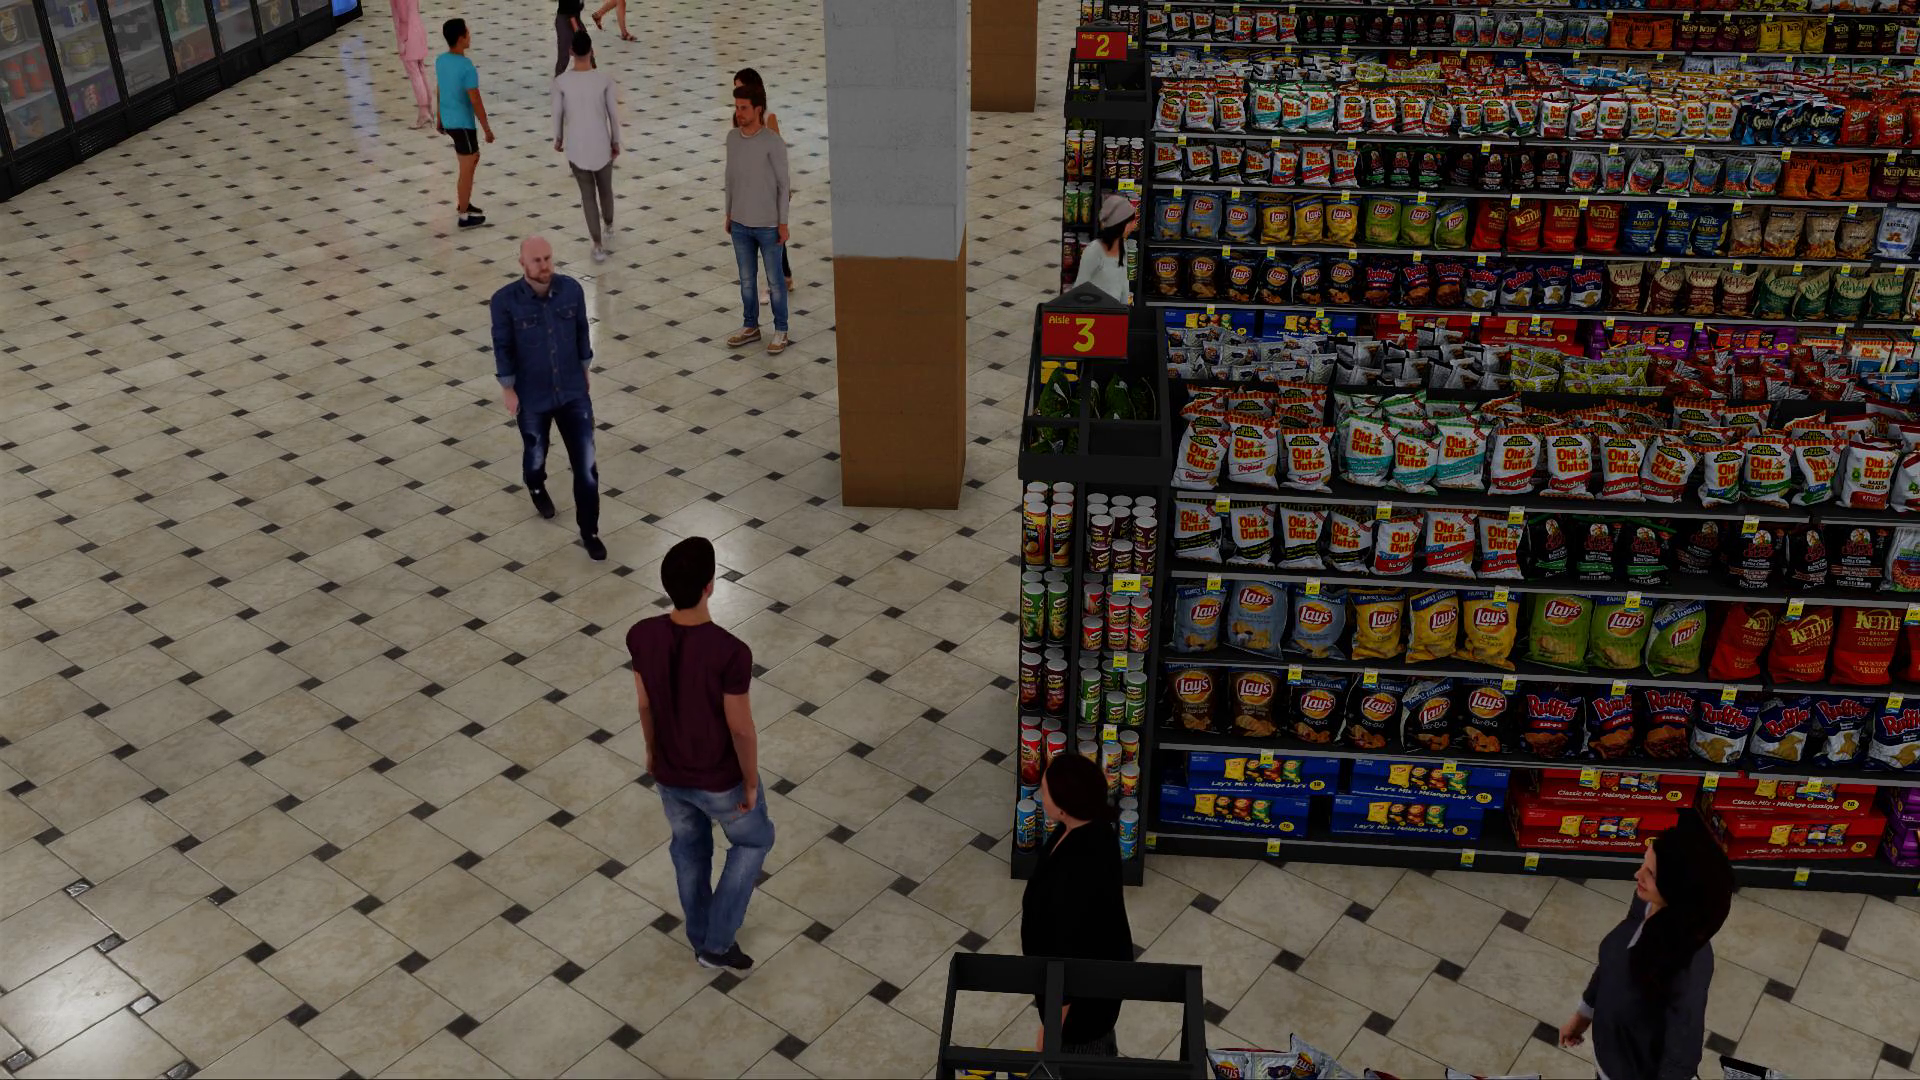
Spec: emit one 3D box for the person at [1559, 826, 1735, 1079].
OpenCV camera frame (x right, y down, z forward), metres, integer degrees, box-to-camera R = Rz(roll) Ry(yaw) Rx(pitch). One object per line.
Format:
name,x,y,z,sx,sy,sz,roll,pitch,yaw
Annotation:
person,2.067,1.568,4.902,0.709,1.754,0.645,6,29,10

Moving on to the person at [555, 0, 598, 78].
person,-4.326,-5.543,18.034,0.838,1.651,0.590,3,29,6

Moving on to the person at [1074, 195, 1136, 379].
person,0.795,-1.357,10.402,0.735,1.618,0.794,-26,38,-38

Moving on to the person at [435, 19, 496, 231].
person,-4.346,-3.520,14.220,0.775,1.756,0.864,24,36,36

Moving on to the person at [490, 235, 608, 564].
person,-2.300,-0.814,9.230,1.242,1.788,1.188,-14,32,-24

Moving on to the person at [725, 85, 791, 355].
person,-1.432,-2.269,11.775,0.640,1.903,0.807,13,31,22

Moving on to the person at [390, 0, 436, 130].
person,-5.682,-5.194,17.237,0.503,1.803,0.603,2,29,4

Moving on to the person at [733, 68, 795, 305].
person,-1.425,-2.734,12.773,0.781,1.763,0.843,22,36,35

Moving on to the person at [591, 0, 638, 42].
person,-4.425,-7.130,21.017,0.941,1.578,0.701,10,30,17

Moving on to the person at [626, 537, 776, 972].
person,-0.987,0.870,6.089,0.704,1.842,0.783,9,30,15

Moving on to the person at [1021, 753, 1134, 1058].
person,0.387,1.391,5.266,0.591,1.716,0.656,5,29,9

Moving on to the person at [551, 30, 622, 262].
person,-3.010,-3.169,13.530,1.088,1.802,0.989,-8,30,-15
